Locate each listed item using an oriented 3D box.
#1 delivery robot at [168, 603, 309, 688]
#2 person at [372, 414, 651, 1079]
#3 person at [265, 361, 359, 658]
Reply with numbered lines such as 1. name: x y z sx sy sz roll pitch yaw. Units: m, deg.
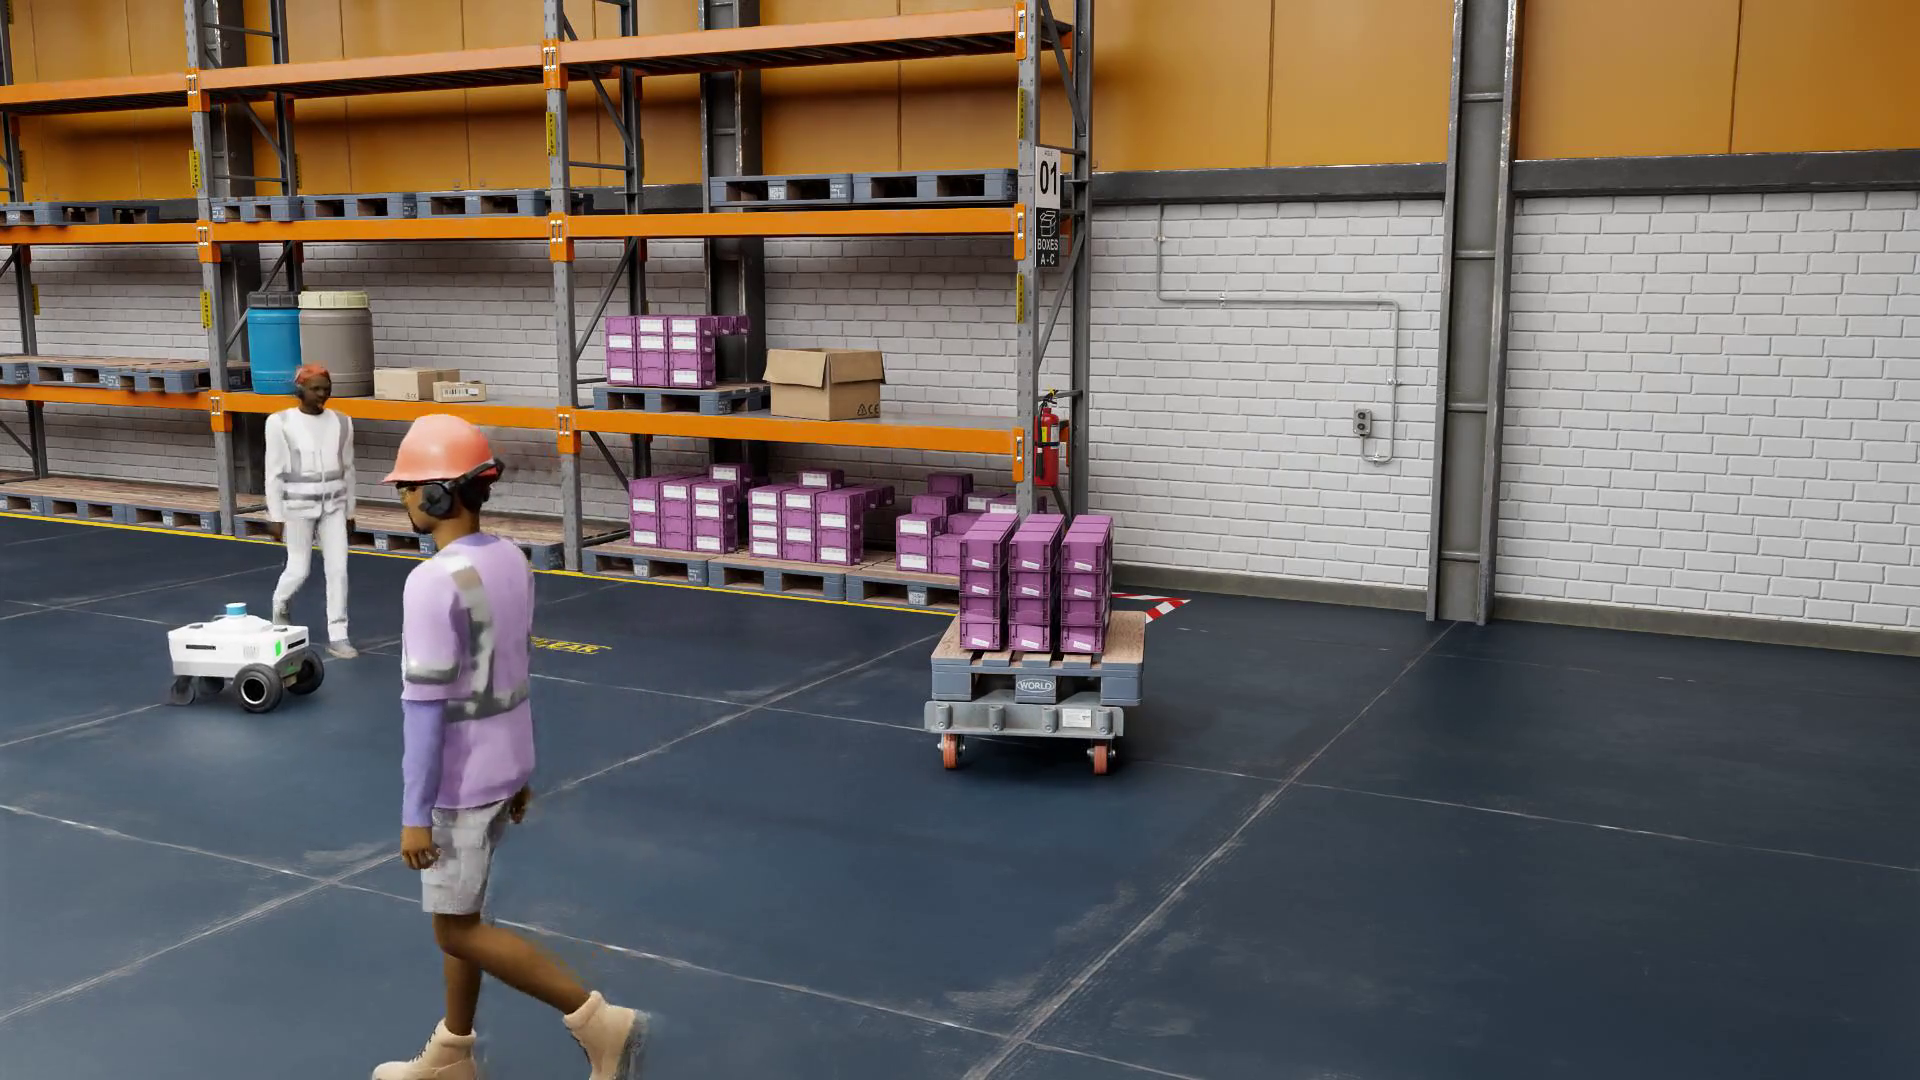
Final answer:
1. delivery robot: -4.015 0.595 9.262 0.707 0.478 0.477 2 9 10
2. person: -1.301 0.654 4.692 0.815 2.024 0.614 1 9 6
3. person: -4.118 -0.201 10.486 0.597 1.859 0.797 -9 13 -44
